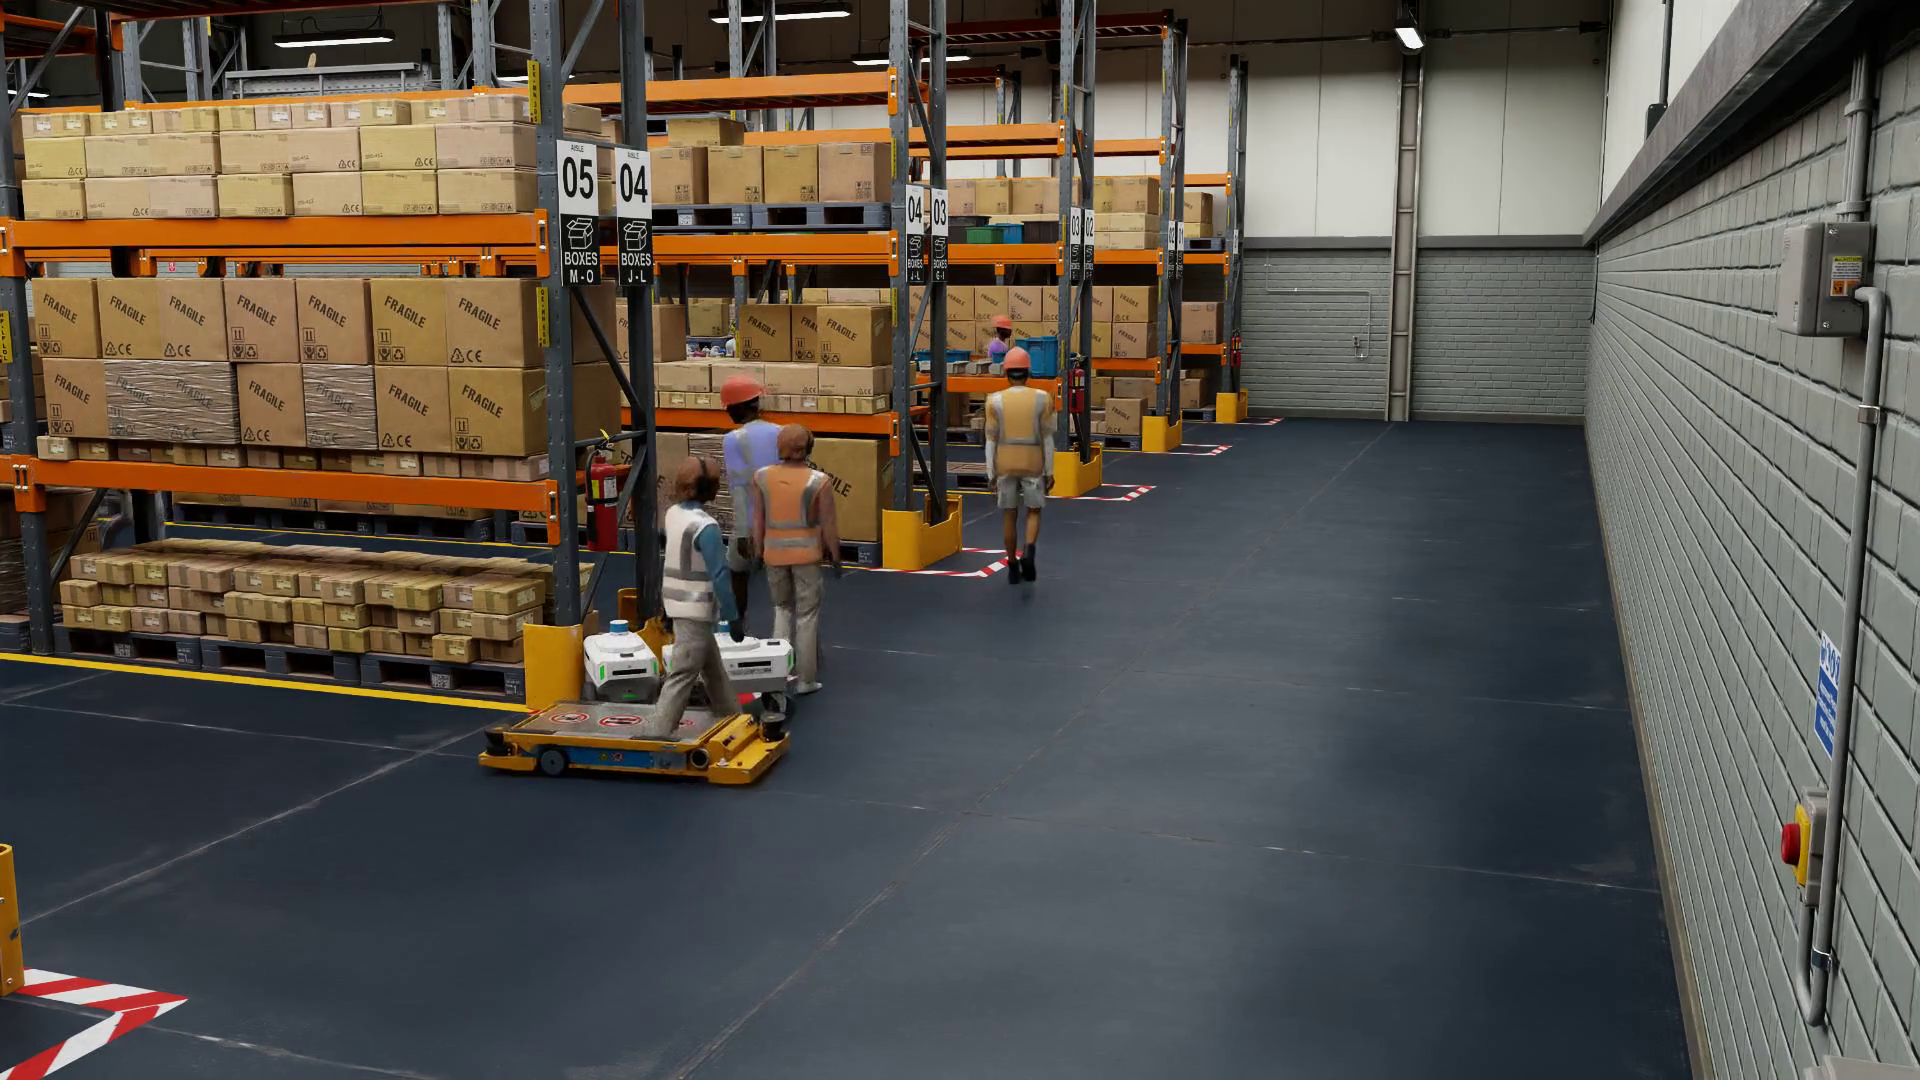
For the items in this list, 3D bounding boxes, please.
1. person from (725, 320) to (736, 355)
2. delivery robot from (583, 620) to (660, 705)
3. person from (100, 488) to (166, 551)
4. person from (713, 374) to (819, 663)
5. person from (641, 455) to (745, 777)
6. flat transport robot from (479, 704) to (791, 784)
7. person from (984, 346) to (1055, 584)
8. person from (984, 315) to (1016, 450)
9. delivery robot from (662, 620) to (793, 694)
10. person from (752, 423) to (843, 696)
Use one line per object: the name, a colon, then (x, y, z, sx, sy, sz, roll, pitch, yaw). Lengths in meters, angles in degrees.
person: (-3.188, -2.258, 23.973, 0.319, 1.863, 0.521, 3, 10, 21)
delivery robot: (-1.907, 0.692, 9.332, 0.477, 0.478, 0.707, -3, 10, -19)
person: (-6.797, -0.590, 13.628, 0.761, 1.845, 0.527, 5, 10, 27)
person: (-1.278, -0.136, 10.735, 0.561, 1.871, 1.037, -8, 12, -41)
person: (-1.276, 0.372, 8.383, 0.824, 1.593, 0.523, -5, 10, -28)
flat transport robot: (-1.645, 1.017, 8.483, 1.431, 0.197, 0.652, 2, 9, 12)
person: (0.476, -0.582, 13.323, 0.570, 1.924, 0.503, 1, 9, 4)
person: (0.635, -2.200, 23.431, 0.693, 1.912, 0.576, 3, 10, 17)
delivery robot: (-1.298, 0.695, 9.317, 0.707, 0.478, 0.477, -3, 10, -16)
person: (-0.964, 0.121, 9.850, 0.552, 1.627, 0.374, 3, 10, 18)
